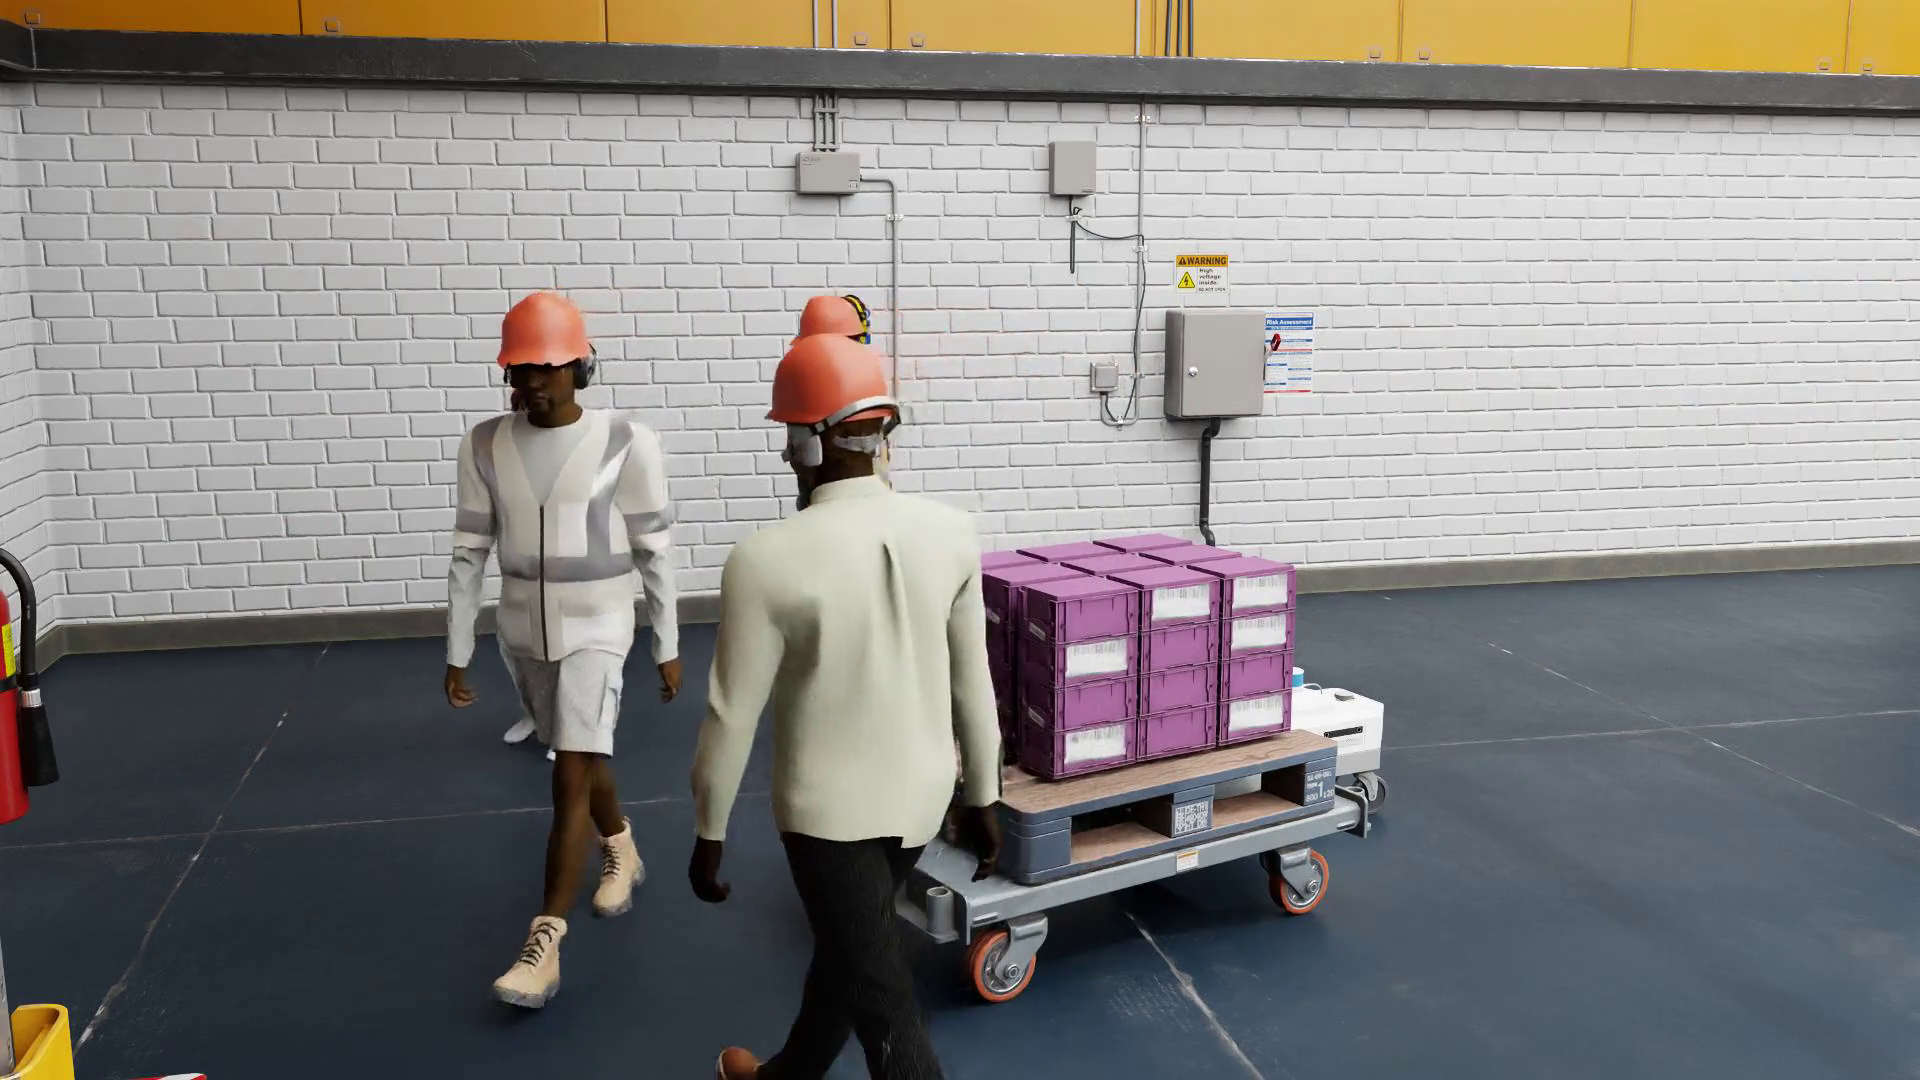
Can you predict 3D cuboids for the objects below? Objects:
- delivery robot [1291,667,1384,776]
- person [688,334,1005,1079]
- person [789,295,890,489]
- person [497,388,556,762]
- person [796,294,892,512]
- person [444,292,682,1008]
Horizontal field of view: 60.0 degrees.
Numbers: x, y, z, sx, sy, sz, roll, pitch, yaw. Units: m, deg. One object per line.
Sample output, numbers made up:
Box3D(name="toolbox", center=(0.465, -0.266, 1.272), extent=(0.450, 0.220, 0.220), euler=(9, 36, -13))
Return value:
Box3D(name="delivery robot", center=(1.212, 0.712, 6.143), extent=(0.707, 0.478, 0.477), euler=(-5, 11, -27))
Box3D(name="person", center=(-0.260, 0.540, 3.530), extent=(0.634, 1.933, 1.046), euler=(-9, 14, -41))
Box3D(name="person", center=(-0.355, -0.058, 6.900), extent=(0.716, 1.918, 0.575), euler=(-1, 10, -6))
Box3D(name="person", center=(-1.670, 0.114, 6.776), extent=(0.537, 1.609, 0.368), euler=(6, 12, 28))
Box3D(name="person", center=(-0.562, -0.251, 8.099), extent=(0.534, 1.868, 0.309), euler=(4, 11, 23))
Box3D(name="person", center=(-1.161, 0.273, 4.902), extent=(0.654, 1.989, 1.061), euler=(2, 10, 11))
